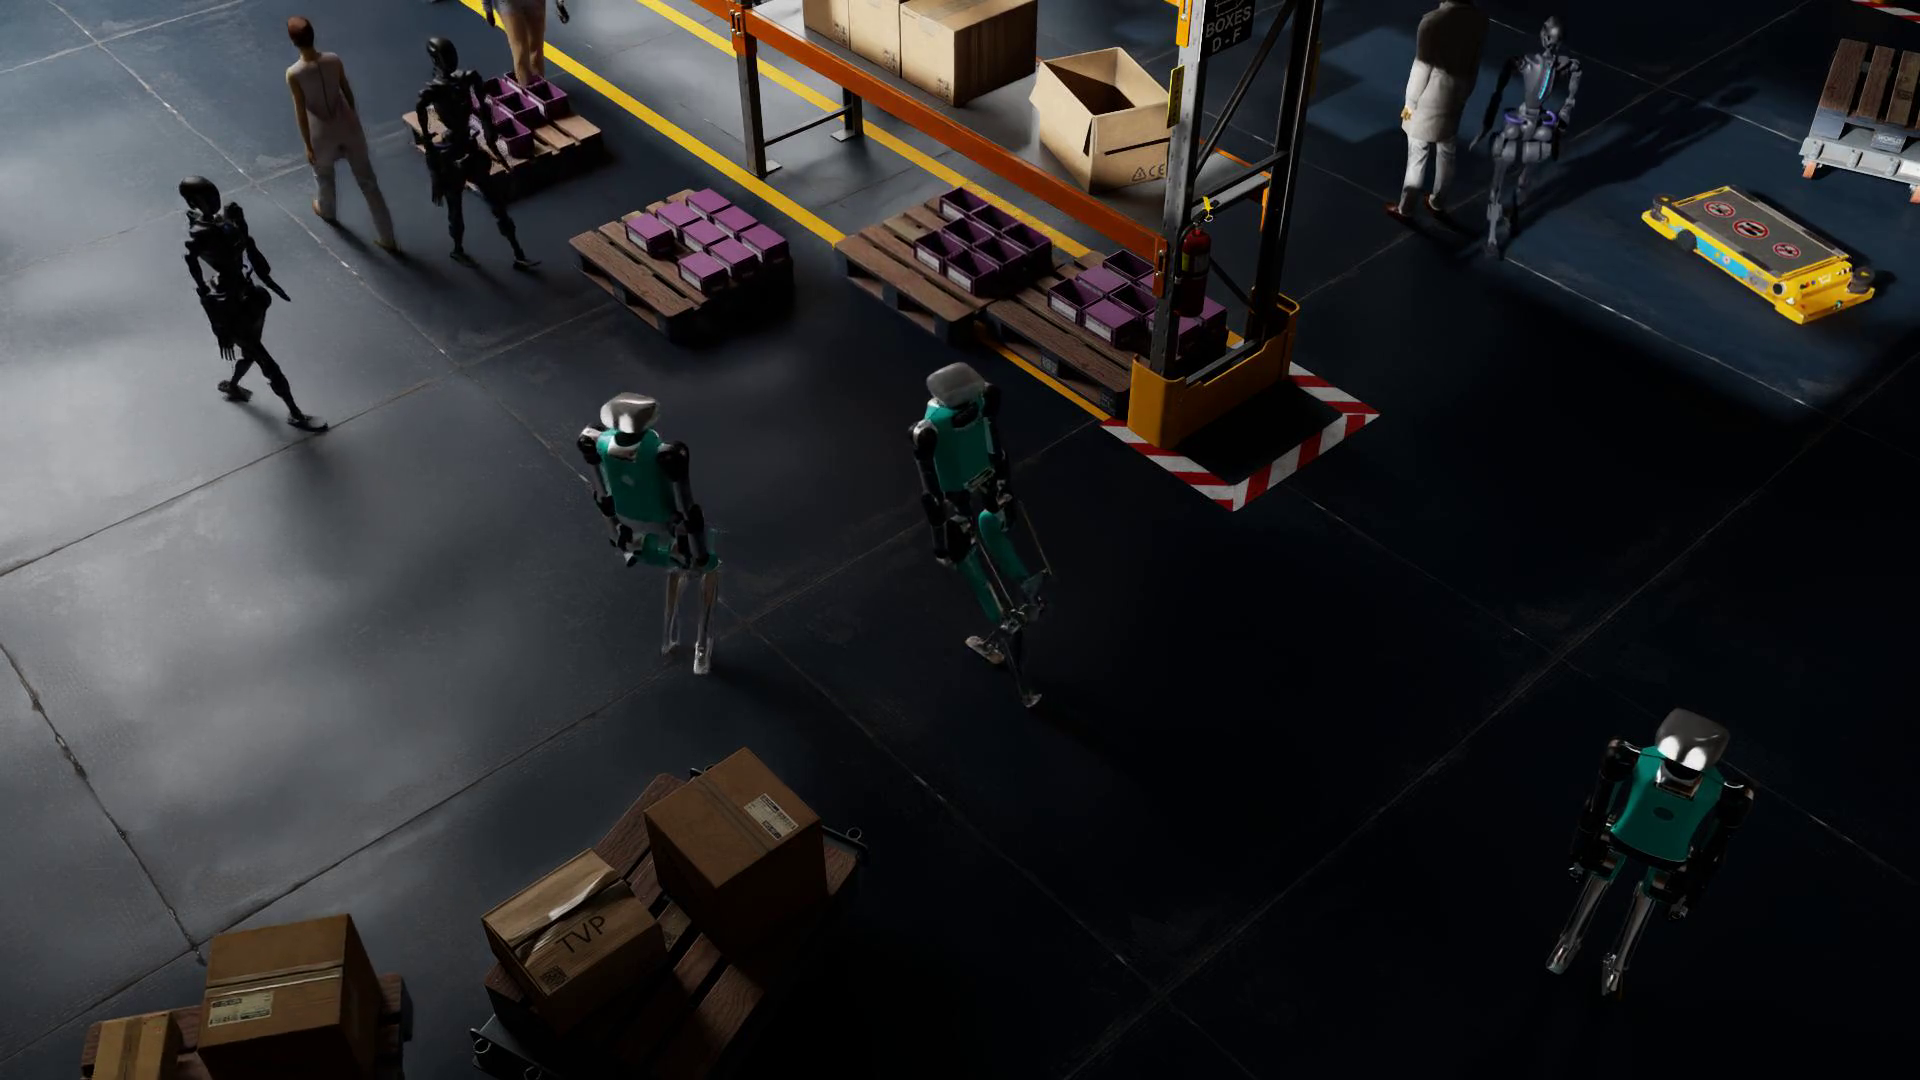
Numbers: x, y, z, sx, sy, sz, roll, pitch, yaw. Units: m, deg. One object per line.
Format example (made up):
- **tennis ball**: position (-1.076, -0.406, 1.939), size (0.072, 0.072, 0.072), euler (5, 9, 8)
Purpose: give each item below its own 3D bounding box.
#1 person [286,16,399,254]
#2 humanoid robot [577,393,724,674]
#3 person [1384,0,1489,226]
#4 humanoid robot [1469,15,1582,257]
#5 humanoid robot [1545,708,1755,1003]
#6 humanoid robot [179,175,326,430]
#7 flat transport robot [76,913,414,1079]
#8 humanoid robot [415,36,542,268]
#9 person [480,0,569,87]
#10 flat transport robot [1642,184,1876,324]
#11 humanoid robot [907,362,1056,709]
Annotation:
- **person**: position (-4.184, -2.709, 11.048), size (0.467, 1.604, 0.915), euler (-32, 51, -30)
- **humanoid robot**: position (-1.398, -0.071, 8.088), size (0.541, 1.795, 0.686), euler (13, 44, 13)
- **person**: position (3.207, -2.979, 11.182), size (0.504, 1.832, 0.369), euler (-11, 44, -12)
- **humanoid robot**: position (3.708, -2.690, 11.004), size (0.589, 1.645, 0.606), euler (2, 43, 2)
- **humanoid robot**: position (2.752, 1.174, 6.654), size (0.531, 1.688, 0.708), euler (21, 47, 22)
- **humanoid robot**: position (-4.178, -1.382, 9.604), size (0.786, 1.640, 0.609), euler (9, 43, 9)
- **flat transport robot**: position (-2.721, 2.462, 6.417), size (0.659, 0.231, 1.431), euler (-8, 43, -8)
- **humanoid robot**: position (-3.173, -2.446, 10.729), size (0.708, 1.632, 0.599), euler (26, 49, 26)
- **person**: position (-3.203, -3.938, 12.307), size (0.576, 1.714, 0.804), euler (-23, 47, -23)
- **flat transport robot**: position (5.383, -1.971, 11.239), size (0.659, 0.231, 1.431), euler (-19, 46, -20)
- **humanoid robot**: position (0.201, 0.065, 8.016), size (0.853, 1.864, 0.549), euler (34, 52, 31)
